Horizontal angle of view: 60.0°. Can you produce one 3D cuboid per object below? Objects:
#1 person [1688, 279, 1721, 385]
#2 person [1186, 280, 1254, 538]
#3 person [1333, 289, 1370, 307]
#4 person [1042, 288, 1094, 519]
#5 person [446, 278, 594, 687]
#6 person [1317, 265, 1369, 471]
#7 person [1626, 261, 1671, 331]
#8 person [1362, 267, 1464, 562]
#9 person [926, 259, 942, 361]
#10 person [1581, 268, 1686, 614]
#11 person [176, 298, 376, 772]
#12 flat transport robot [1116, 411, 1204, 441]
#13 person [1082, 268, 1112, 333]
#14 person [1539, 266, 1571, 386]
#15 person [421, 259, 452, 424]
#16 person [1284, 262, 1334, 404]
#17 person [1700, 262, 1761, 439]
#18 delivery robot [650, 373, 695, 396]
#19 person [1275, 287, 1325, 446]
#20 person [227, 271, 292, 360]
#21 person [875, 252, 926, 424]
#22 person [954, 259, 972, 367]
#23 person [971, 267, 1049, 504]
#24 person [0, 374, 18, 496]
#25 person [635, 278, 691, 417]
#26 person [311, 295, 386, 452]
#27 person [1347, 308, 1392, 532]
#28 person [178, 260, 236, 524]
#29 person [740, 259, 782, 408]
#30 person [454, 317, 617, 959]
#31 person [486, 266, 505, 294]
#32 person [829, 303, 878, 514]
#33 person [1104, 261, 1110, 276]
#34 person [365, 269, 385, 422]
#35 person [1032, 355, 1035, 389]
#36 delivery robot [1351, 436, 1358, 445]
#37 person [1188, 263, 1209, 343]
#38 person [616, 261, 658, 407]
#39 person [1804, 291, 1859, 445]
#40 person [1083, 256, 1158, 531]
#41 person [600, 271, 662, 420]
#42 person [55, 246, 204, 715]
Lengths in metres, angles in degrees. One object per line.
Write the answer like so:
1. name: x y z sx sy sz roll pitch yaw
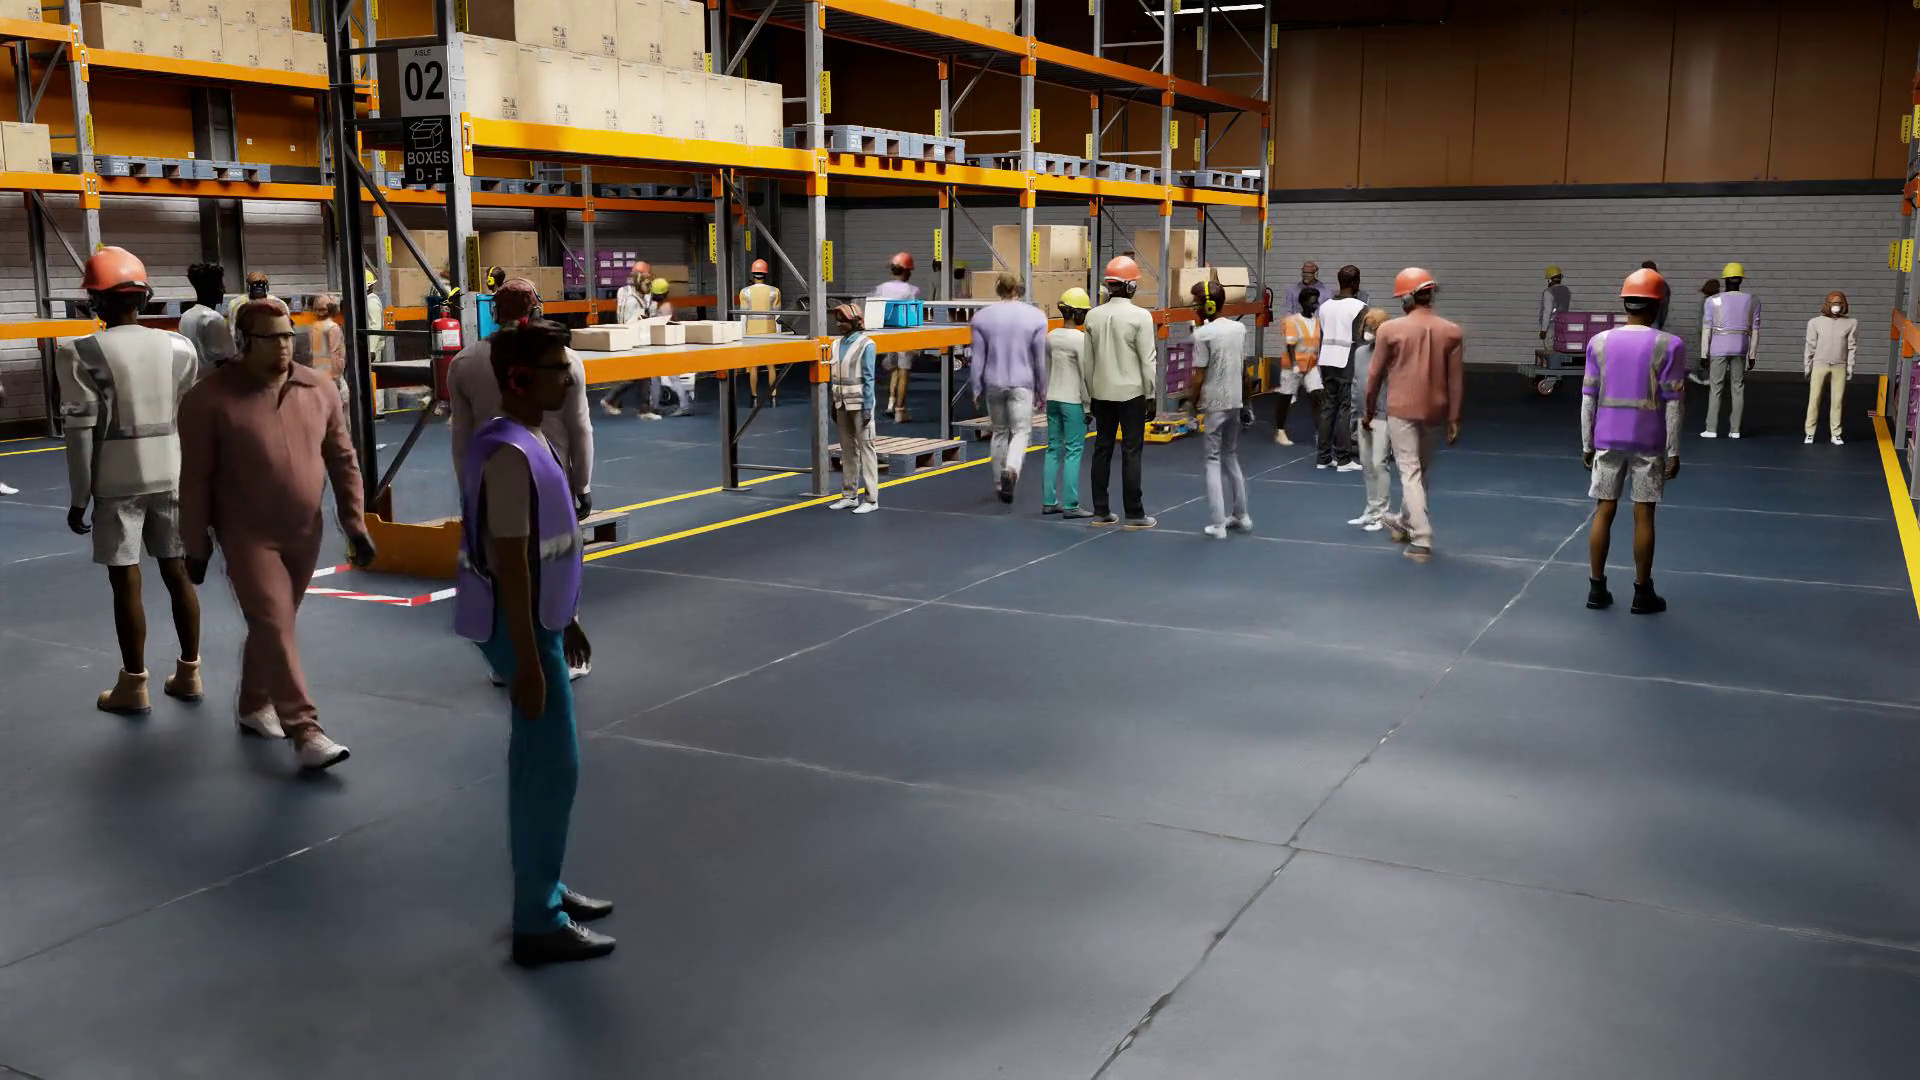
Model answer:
1. person: 11.446 -3.167 25.392 0.398 1.623 0.548 5 11 27
2. person: 1.840 -0.929 11.880 0.656 1.838 0.457 -7 12 -37
3. person: 5.205 -2.742 22.344 0.586 1.835 0.403 1 10 7
4. person: 0.848 -1.046 12.753 0.343 1.759 0.529 -7 12 -35
5. person: -2.029 -0.261 7.776 0.643 1.908 0.408 -1 10 -6
6. person: 3.547 -1.589 15.476 0.391 1.910 0.582 -5 11 -28
7. person: 10.070 -3.135 24.424 0.660 1.903 0.456 -1 10 -4
8. person: 3.039 -0.863 11.229 0.594 1.922 1.027 -2 10 -12
9. person: -0.392 -4.312 31.135 0.629 1.940 0.379 -9 13 -41
10. person: 3.795 -0.554 9.387 0.552 1.932 0.377 8 13 39
11. person: -2.729 -0.034 6.640 1.006 1.846 0.641 7 12 35
12. flat transport robot: 2.190 -1.258 18.276 0.652 0.197 1.431 5 11 27
13. person: 1.806 -2.843 22.955 0.621 1.835 0.430 -1 10 -4
14. person: 8.984 -3.231 25.211 0.591 1.823 0.404 -8 12 -37
15. person: -6.003 -2.385 19.683 0.605 2.000 0.705 -6 11 -29
16. person: 4.641 -2.750 22.190 0.644 1.905 0.400 3 10 16
17. person: 8.391 -2.060 18.167 0.588 1.919 0.401 1 10 8
18. delivery robot: -3.899 -2.137 22.275 0.477 0.478 0.707 10 14 44
19. person: 3.590 -1.770 17.214 0.550 1.664 0.817 -5 11 -27
20. person: -7.324 -1.892 17.439 0.624 1.837 0.429 -4 10 -20
21. person: -0.690 -2.389 19.753 0.633 2.021 0.466 6 11 31
22. person: -0.008 -4.008 29.453 0.481 1.906 0.599 0 10 0
23. person: 0.386 -1.221 13.337 0.635 1.919 0.784 2 10 12
24. person: -8.230 -1.300 13.808 0.650 1.903 0.402 3 10 16
25. person: -3.664 -2.344 20.380 0.751 1.707 0.592 -4 11 -22
26. person: -6.099 -1.599 16.382 0.753 1.606 0.543 -9 14 -44
27. person: 3.043 -0.872 12.146 0.320 1.635 0.524 -5 11 -25
28. person: -5.510 -1.072 12.293 0.606 1.967 0.367 9 13 41
29. person: -2.591 -2.681 21.694 0.544 1.939 0.354 -1 10 -7
30. person: -1.249 0.277 4.844 0.419 1.842 0.589 -2 10 -12
31. person: -5.346 -2.237 19.319 0.325 1.871 0.516 3 10 18
32. person: -0.833 -1.024 12.987 0.311 1.635 0.513 -9 13 -43
33. person: 2.396 -3.146 24.476 0.648 1.903 0.592 -7 12 -37
34. person: -7.100 -2.323 19.924 0.403 1.833 0.586 -6 11 -30
35. person: 0.860 -2.469 21.124 0.511 1.694 0.877 6 12 32
36. delivery robot: 4.044 -1.128 16.431 0.477 0.478 0.707 -2 10 -11
37. person: 3.797 -3.468 26.426 0.350 1.879 0.577 8 12 37
38. person: -4.240 -2.672 21.723 0.692 1.909 0.562 -5 11 -27
39. person: 9.190 -1.816 17.592 0.493 1.626 0.286 3 10 17
40. person: 1.182 -1.067 12.178 0.609 1.997 0.375 8 13 39
41. person: -3.980 -2.338 20.061 0.640 1.819 0.557 1 10 8
42. person: -3.638 -0.254 7.327 0.365 2.048 0.608 7 12 35
